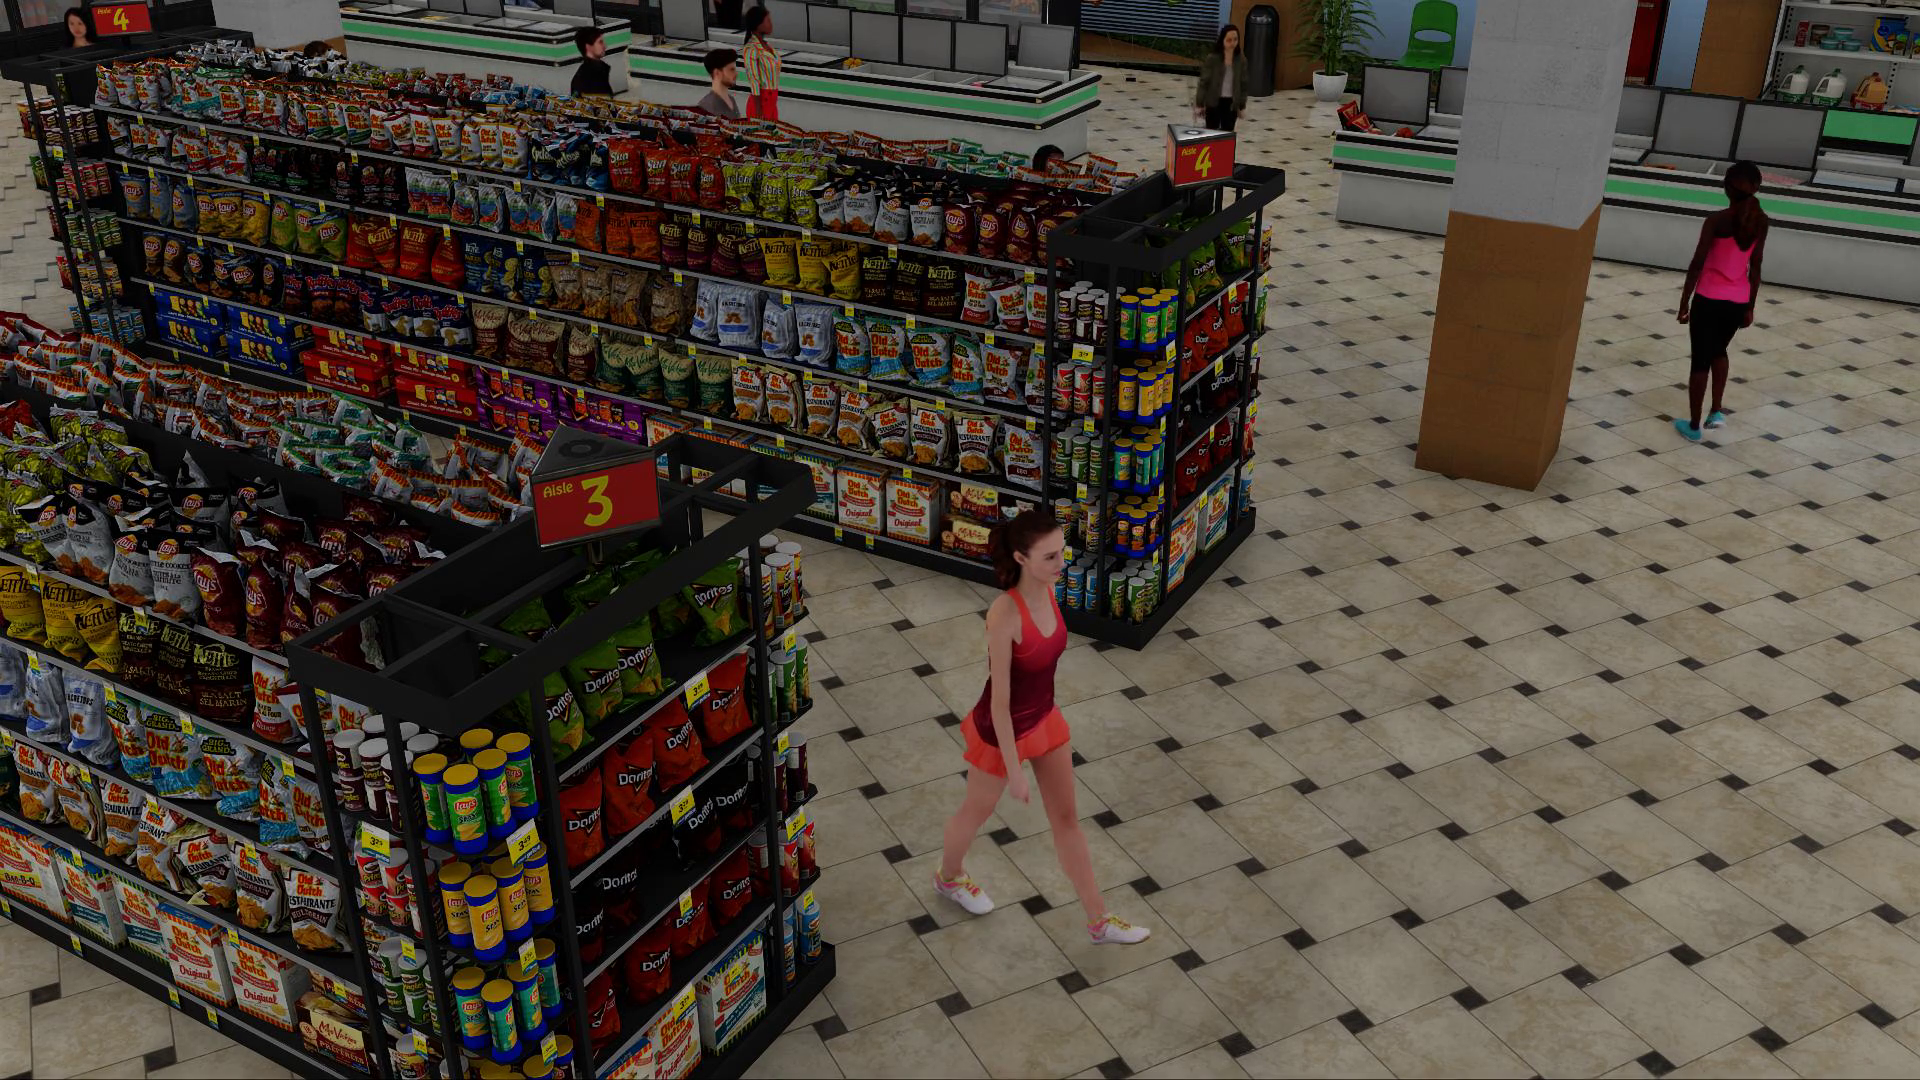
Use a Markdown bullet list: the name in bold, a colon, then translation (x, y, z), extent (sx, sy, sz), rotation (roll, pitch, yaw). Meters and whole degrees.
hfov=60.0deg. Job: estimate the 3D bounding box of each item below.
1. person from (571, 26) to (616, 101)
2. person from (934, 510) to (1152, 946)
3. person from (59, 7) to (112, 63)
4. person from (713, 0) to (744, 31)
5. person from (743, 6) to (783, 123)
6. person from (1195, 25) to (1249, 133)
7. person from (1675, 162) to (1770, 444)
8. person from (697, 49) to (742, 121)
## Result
- **person**: translation (-2.979, -3.129, 13.241), extent (1.216, 1.802, 1.060), rotation (0, 27, 0)
- **person**: translation (0.135, 0.659, 5.870), extent (1.133, 1.712, 0.649), rotation (18, 32, 32)
- **person**: translation (-7.702, -3.889, 14.853), extent (0.721, 1.700, 0.796), rotation (-4, 27, -7)
- **person**: translation (-2.798, -6.533, 19.912), extent (0.576, 1.839, 0.633), rotation (14, 30, 26)
- **person**: translation (-1.697, -3.675, 14.327), extent (0.628, 1.794, 0.652), rotation (6, 27, 11)
- **person**: translation (2.402, -4.022, 15.378), extent (0.708, 1.462, 0.794), rotation (-3, 27, -6)
- **person**: translation (4.540, -1.364, 9.856), extent (0.715, 1.715, 0.782), rotation (0, 27, -1)
- **person**: translation (-1.796, -2.581, 12.074), extent (0.982, 1.880, 0.840), rotation (7, 28, 13)
